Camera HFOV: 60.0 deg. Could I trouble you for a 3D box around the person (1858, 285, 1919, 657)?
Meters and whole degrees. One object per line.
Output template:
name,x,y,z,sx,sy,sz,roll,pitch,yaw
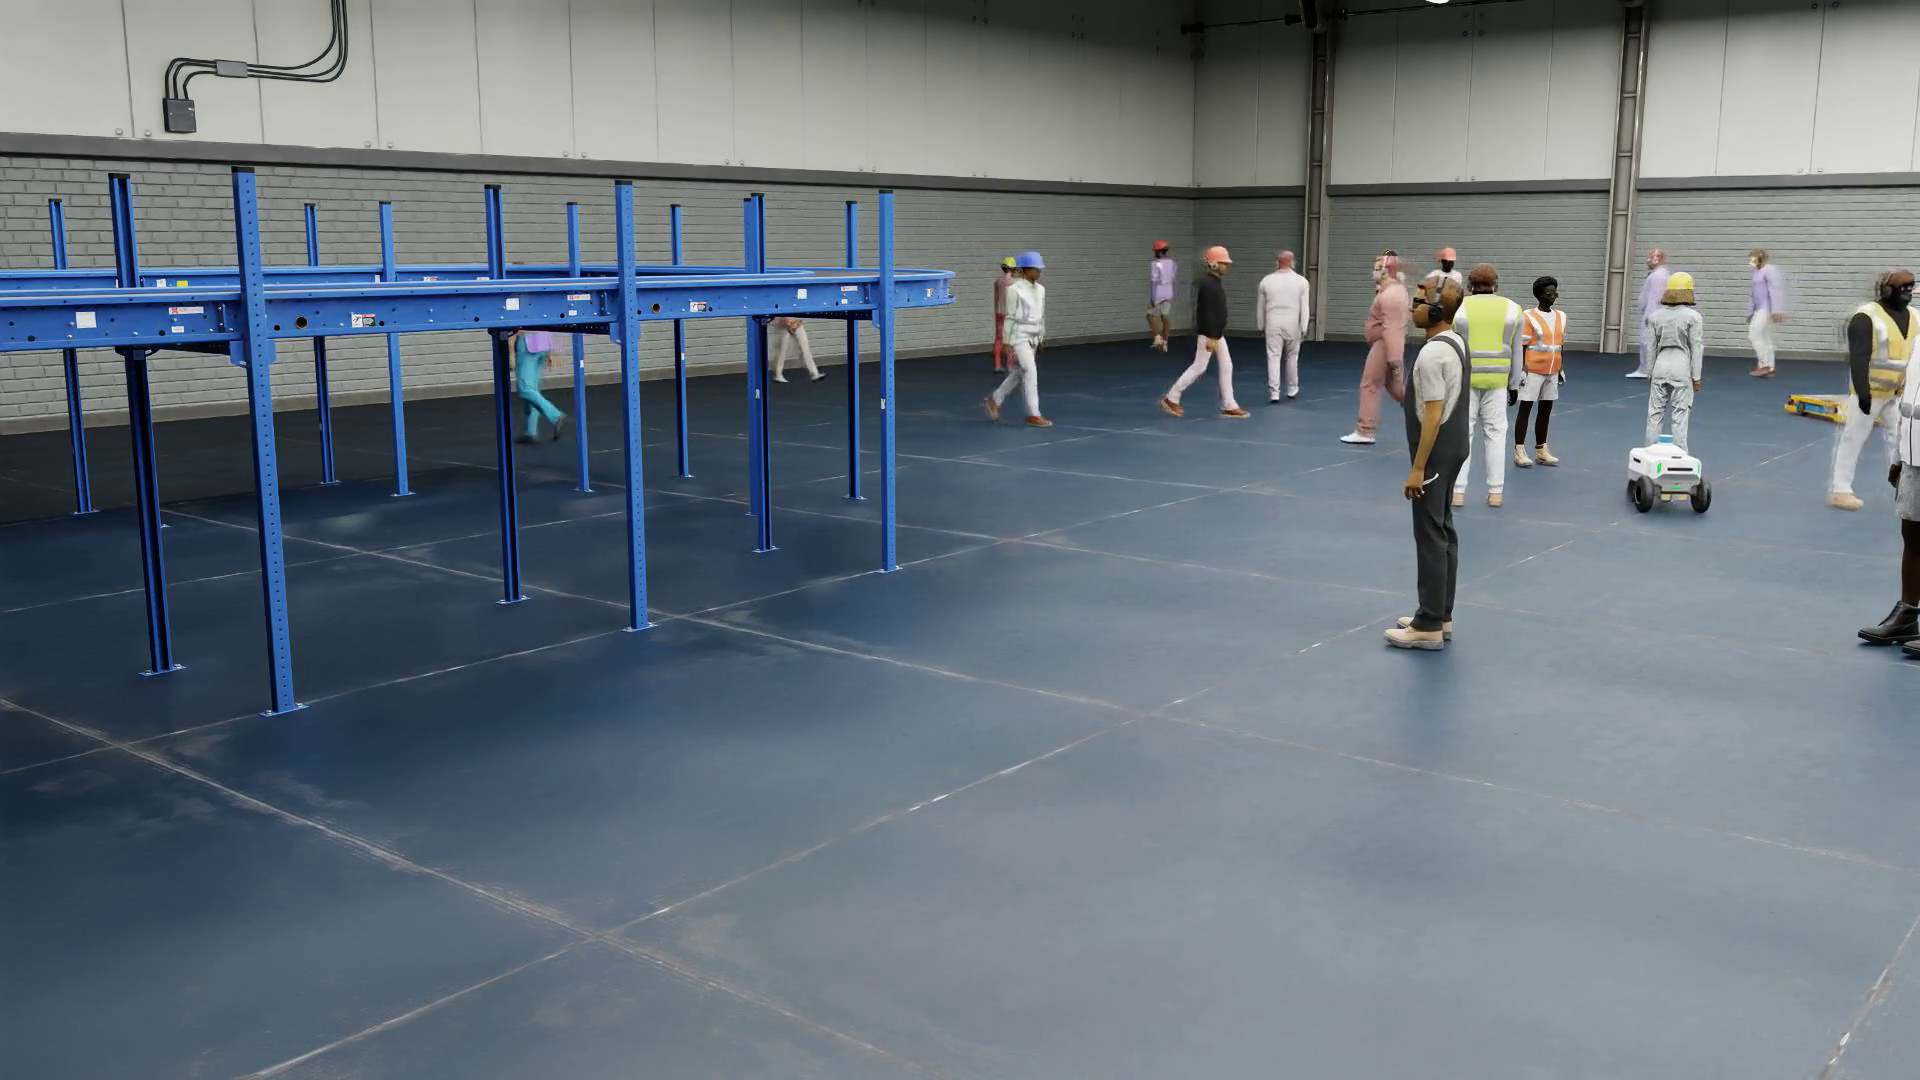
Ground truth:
person,4.741,-0.402,8.104,0.362,1.939,0.543,-2,10,-9

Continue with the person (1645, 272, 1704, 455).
person,6.141,-1.422,14.299,0.293,1.745,0.486,-8,13,-39

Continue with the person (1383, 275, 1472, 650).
person,2.351,-0.390,8.299,0.343,1.846,0.507,6,12,29

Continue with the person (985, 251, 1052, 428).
person,0.629,-2.211,18.243,0.926,1.914,0.620,8,13,38

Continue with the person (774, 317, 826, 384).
person,-2.304,-2.995,23.426,0.861,1.596,0.524,8,13,37

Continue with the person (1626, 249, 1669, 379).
person,10.128,-3.283,24.213,0.622,1.887,0.666,4,11,22

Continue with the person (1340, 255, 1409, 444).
person,4.294,-1.880,16.491,0.872,1.875,0.639,6,12,28

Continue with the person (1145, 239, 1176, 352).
person,3.648,-4.446,30.294,0.609,2.028,0.443,-7,13,-35

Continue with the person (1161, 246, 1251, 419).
person,2.796,-2.364,18.953,0.984,1.959,0.636,4,11,20

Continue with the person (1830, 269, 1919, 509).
person,6.889,-1.084,12.267,0.650,1.794,0.964,-3,11,-15

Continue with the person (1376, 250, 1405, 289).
person,6.249,-3.297,24.337,0.515,1.873,0.329,-4,11,-23

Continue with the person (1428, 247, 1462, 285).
person,7.198,-3.418,24.903,0.551,1.919,0.703,-2,10,-13

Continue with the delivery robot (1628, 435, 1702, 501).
delivery robot,5.359,-0.558,12.657,0.477,0.478,0.707,1,10,5

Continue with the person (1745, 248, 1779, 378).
person,11.839,-3.348,24.560,0.548,1.892,0.677,2,10,9

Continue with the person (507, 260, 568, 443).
person,-4.189,-1.848,16.452,0.690,1.817,0.600,4,11,22

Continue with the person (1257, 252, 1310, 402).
person,4.068,-2.679,20.925,0.660,1.855,0.975,3,11,17

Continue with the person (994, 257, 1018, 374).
person,0.733,-3.433,25.418,0.348,1.760,0.529,-10,14,-43

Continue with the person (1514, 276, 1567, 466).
person,5.219,-1.516,14.952,0.535,1.697,0.318,-4,11,-22

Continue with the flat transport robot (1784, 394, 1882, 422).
flat transport robot,10.084,-1.514,19.011,0.652,0.197,1.431,0,10,2

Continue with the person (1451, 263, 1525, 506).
person,3.960,-1.183,12.713,0.633,1.839,0.429,1,10,4
